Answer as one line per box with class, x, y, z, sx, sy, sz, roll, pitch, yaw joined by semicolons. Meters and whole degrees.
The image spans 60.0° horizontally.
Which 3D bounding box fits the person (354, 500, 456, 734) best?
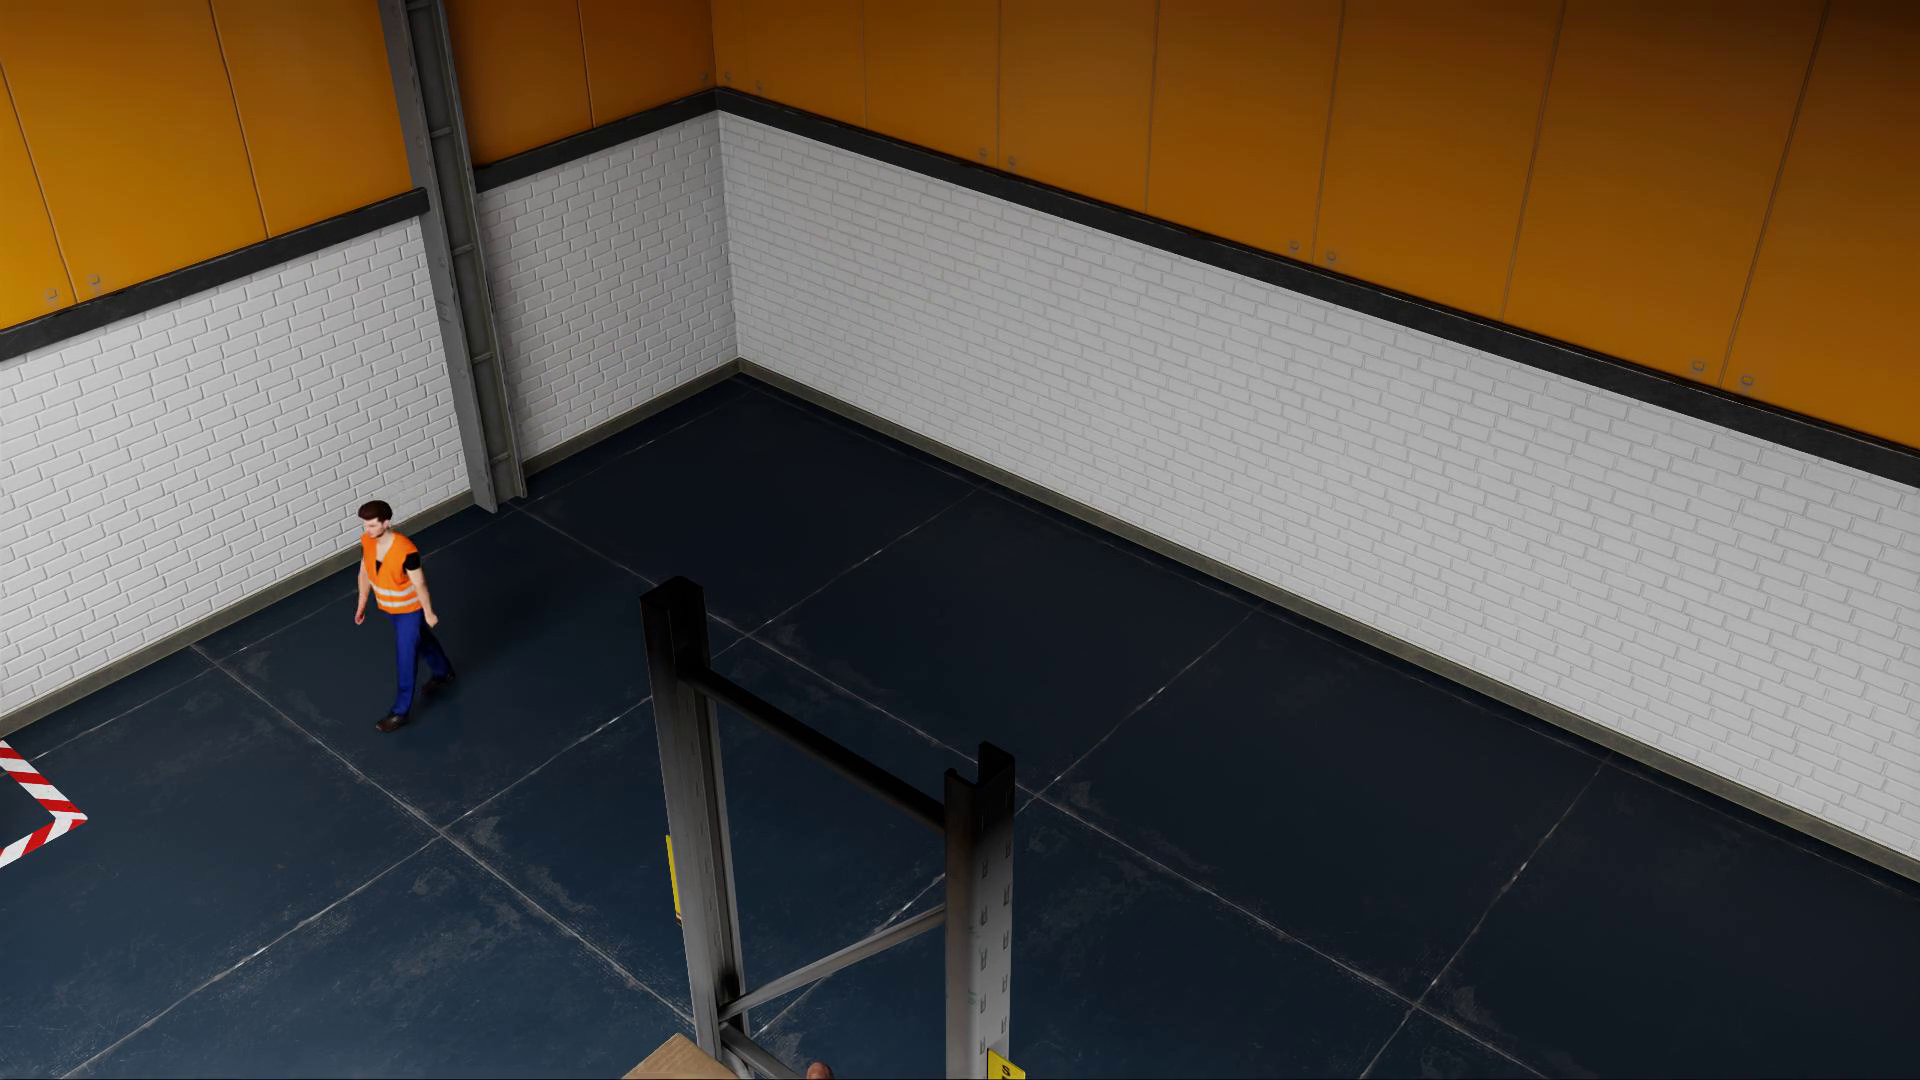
person;-4.104;0.443;12.457;0.759;1.847;1.124;21;39;29
